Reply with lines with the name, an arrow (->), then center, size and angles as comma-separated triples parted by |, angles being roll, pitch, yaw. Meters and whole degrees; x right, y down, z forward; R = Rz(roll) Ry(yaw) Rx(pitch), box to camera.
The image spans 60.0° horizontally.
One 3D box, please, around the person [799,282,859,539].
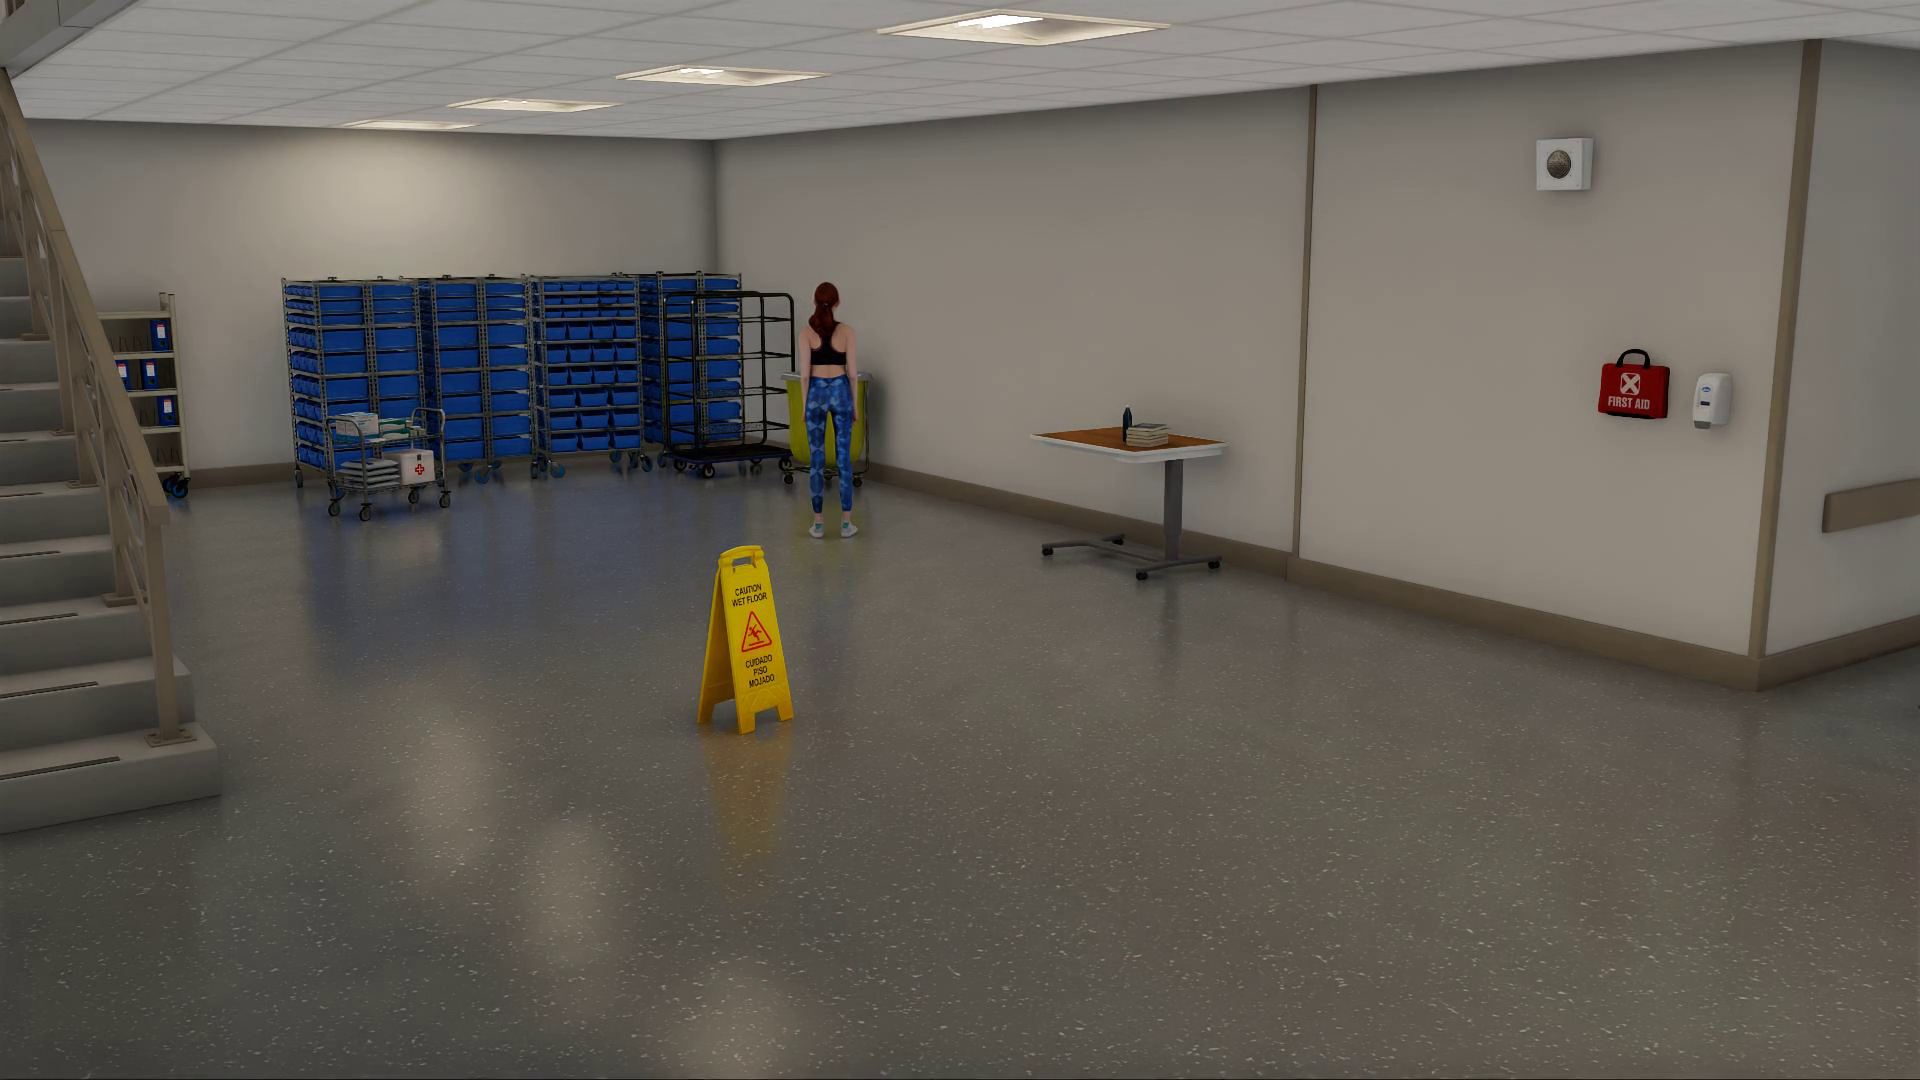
person -> -0.918, -0.910, 11.679 | 0.676, 1.785, 0.721 | -1, 11, -5
